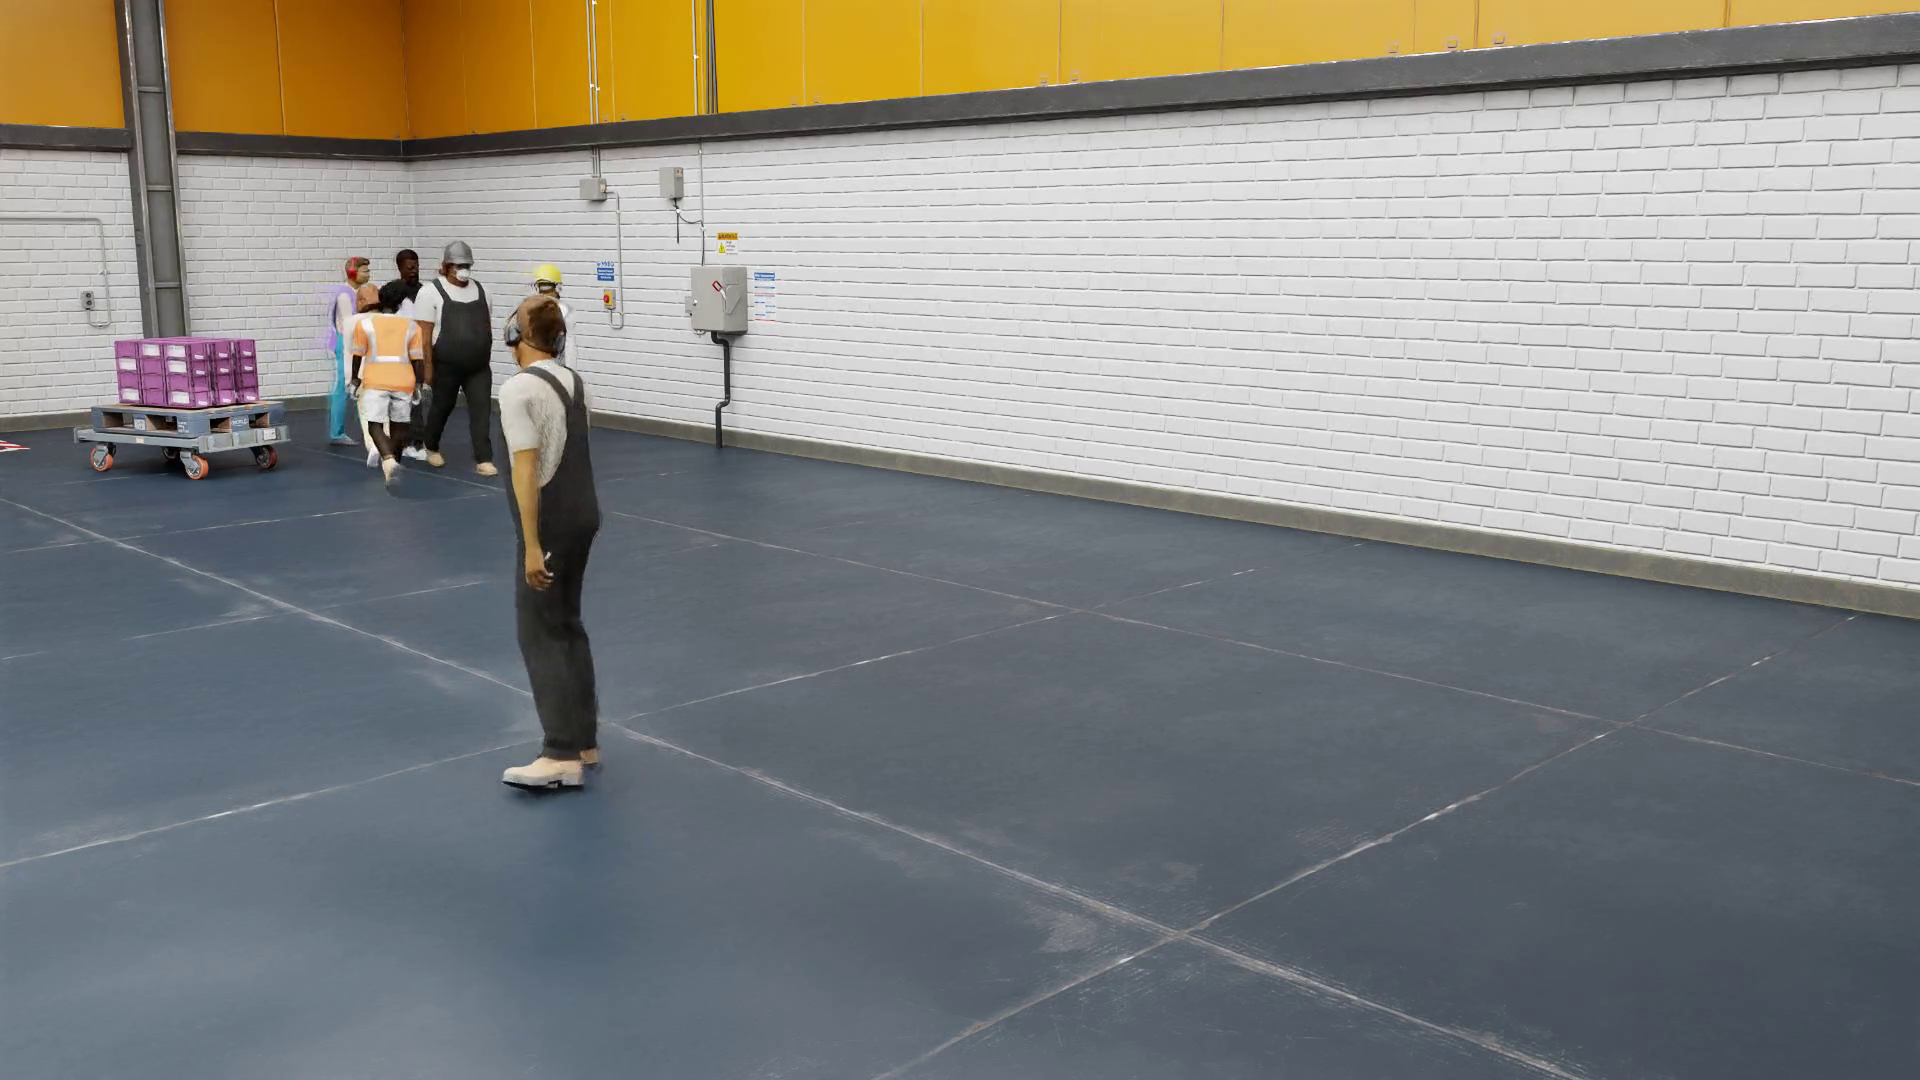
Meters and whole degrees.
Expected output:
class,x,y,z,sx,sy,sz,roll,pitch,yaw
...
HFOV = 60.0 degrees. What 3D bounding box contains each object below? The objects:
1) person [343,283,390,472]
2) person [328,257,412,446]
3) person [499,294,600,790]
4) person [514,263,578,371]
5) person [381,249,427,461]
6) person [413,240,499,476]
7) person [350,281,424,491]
class,x,y,z,sx,sy,sz,roll,pitch,yaw
person,-4.971,-1.374,14.169,0.532,1.619,0.376,-5,11,-24
person,-5.698,-1.793,15.945,0.878,1.806,0.574,0,10,0
person,-1.530,0.001,6.198,0.448,1.802,0.651,3,11,16
person,-3.563,-1.478,14.319,0.591,1.798,0.907,2,11,10
person,-4.868,-1.655,14.976,0.860,1.883,0.609,7,12,33
person,-4.327,-1.588,14.203,0.694,2.000,0.959,-9,14,-41
person,-4.485,-1.198,13.108,0.568,1.665,0.722,-6,12,-30
